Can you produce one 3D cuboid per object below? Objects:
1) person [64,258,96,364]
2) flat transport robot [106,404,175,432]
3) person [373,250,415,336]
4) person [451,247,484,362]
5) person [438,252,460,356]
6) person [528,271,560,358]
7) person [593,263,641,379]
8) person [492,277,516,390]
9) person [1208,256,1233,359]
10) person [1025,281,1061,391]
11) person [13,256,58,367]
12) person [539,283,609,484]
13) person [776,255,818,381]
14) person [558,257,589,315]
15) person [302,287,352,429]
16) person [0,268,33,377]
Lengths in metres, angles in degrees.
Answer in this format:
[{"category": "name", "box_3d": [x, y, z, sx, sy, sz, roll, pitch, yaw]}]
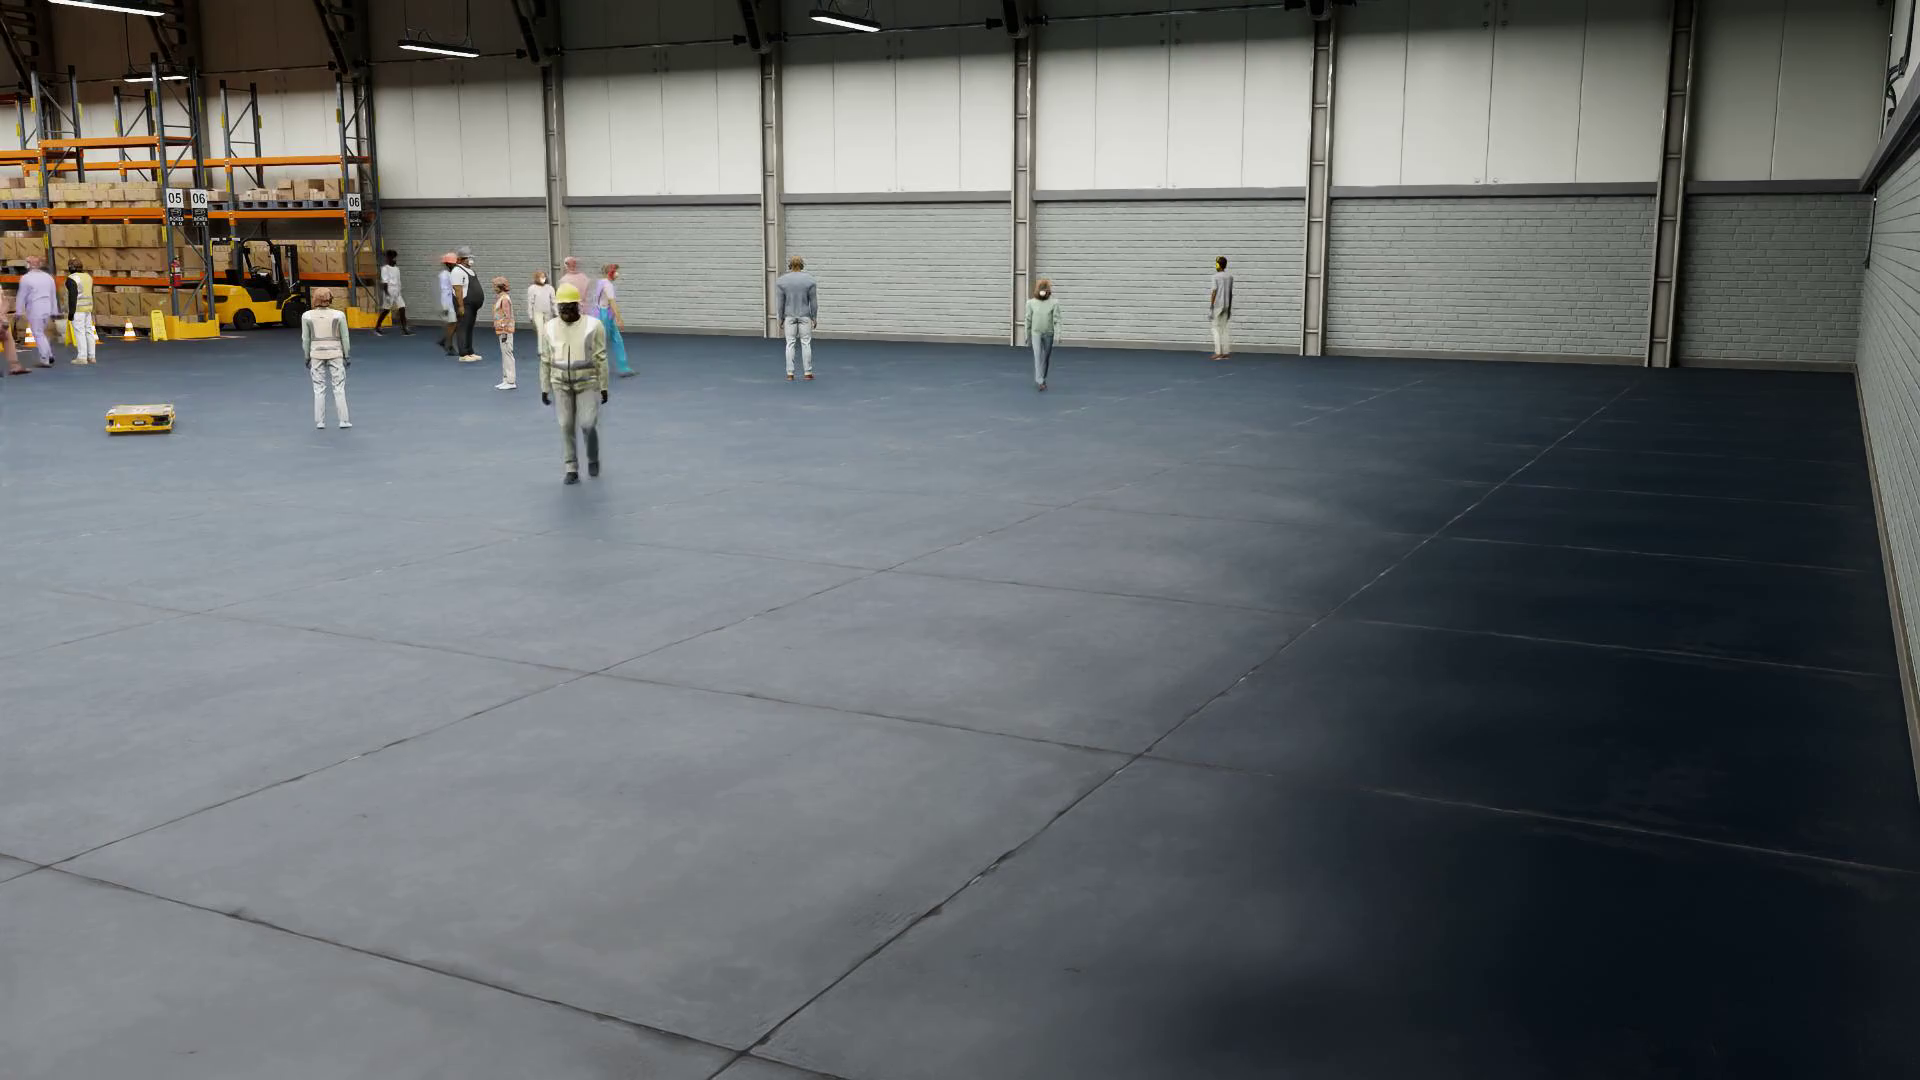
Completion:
[{"category": "person", "box_3d": [-15.416, -4.002, 29.108, 0.429, 1.842, 0.634, 1, 10, 4]}, {"category": "flat transport robot", "box_3d": [-9.527, -1.426, 19.347, 0.652, 0.197, 1.431, -4, 11, -23]}, {"category": "person", "box_3d": [-12.650, -5.484, 36.959, 0.994, 1.925, 0.609, 3, 11, 18]}, {"category": "person", "box_3d": [-8.780, -4.216, 29.733, 0.536, 2.000, 0.680, 1, 10, 4]}, {"category": "person", "box_3d": [-9.497, -4.392, 31.014, 0.473, 1.919, 0.571, 0, 10, 1]}, {"category": "person", "box_3d": [-7.522, -4.067, 30.147, 0.513, 1.591, 0.836, -9, 13, -39]}, {"category": "person", "box_3d": [-5.413, -3.418, 26.044, 0.887, 1.792, 0.602, -2, 11, -9]}, {"category": "person", "box_3d": [-6.660, -3.020, 24.309, 0.309, 1.640, 0.511, -4, 11, -21]}, {"category": "person", "box_3d": [4.722, -4.204, 30.136, 0.532, 1.868, 0.309, -6, 12, -31]}, {"category": "person", "box_3d": [1.210, -2.984, 24.248, 0.512, 1.589, 0.841, -1, 10, -3]}, {"category": "person", "box_3d": [-15.711, -3.868, 28.277, 0.489, 1.885, 0.664, 2, 11, 11]}, {"category": "person", "box_3d": [-3.494, -1.411, 15.050, 0.610, 1.817, 0.421, 0, 10, 2]}, {"category": "person", "box_3d": [-2.512, -3.430, 25.724, 0.631, 1.940, 0.372, 0, 10, -1]}, {"category": "person", "box_3d": [-6.309, -3.648, 27.072, 0.534, 1.890, 0.654, 7, 13, 35]}, {"category": "person", "box_3d": [-7.347, -2.102, 19.301, 0.517, 1.639, 0.314, -2, 11, -10]}, {"category": "person", "box_3d": [-15.198, -3.527, 26.423, 0.873, 1.869, 0.669, -7, 13, -35]}]
